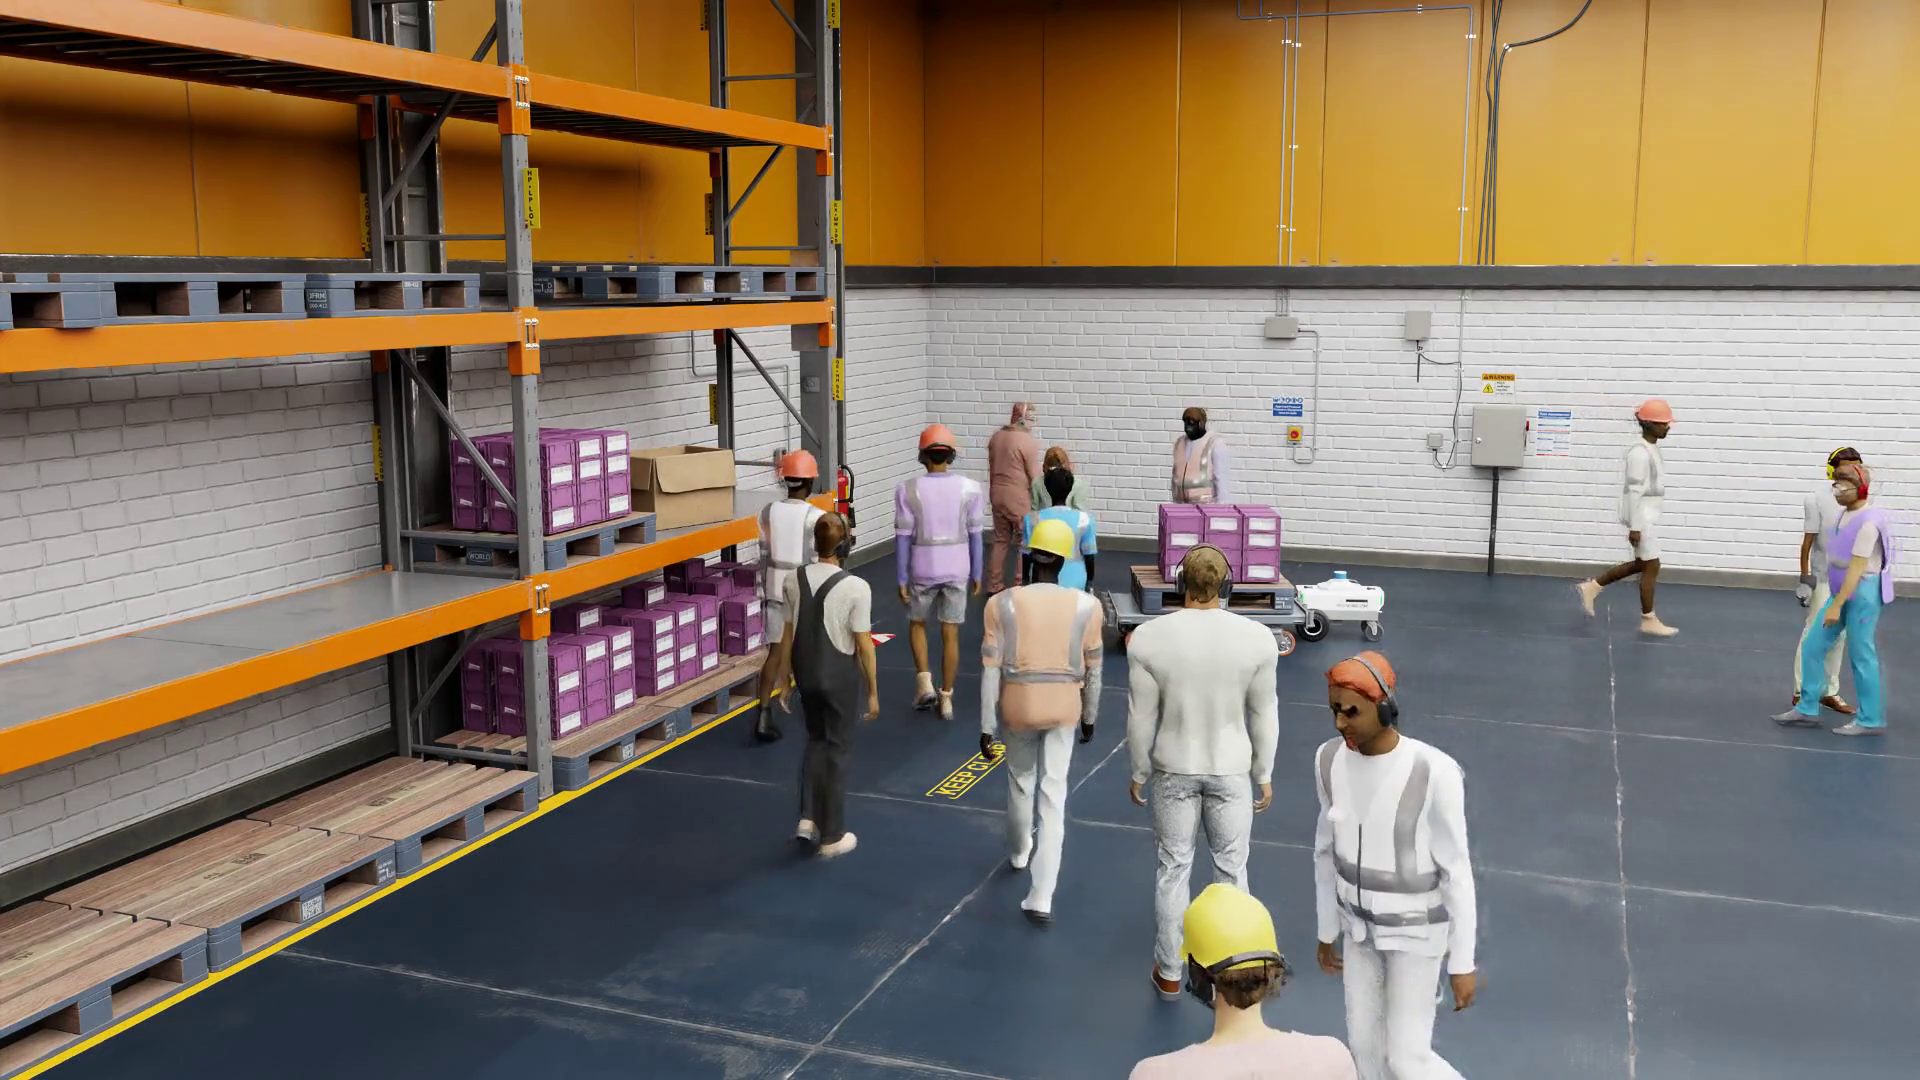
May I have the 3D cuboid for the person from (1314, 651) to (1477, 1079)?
[{"bbox_3d":[1.427,1.262,5.354,0.587,1.862,0.634,-6,11,-33],"label":"person"}]

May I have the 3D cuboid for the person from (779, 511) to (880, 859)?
[{"bbox_3d":[-0.671,0.753,8.650,0.547,1.828,0.400,5,10,27],"label":"person"}]

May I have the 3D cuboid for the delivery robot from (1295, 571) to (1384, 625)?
[{"bbox_3d":[3.174,0.504,13.911,0.707,0.478,0.477,1,9,6],"label":"delivery robot"}]

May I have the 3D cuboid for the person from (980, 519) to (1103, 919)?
[{"bbox_3d":[0.395,0.832,8.062,0.602,1.863,1.039,0,9,-1],"label":"person"}]

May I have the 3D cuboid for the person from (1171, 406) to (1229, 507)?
[{"bbox_3d":[2.226,-0.341,15.525,0.455,1.826,0.646,-8,12,-42],"label":"person"}]

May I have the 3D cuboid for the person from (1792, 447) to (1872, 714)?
[{"bbox_3d":[6.033,0.284,11.474,0.533,1.868,0.310,-2,9,-10],"label":"person"}]

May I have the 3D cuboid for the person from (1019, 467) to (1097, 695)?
[{"bbox_3d":[0.690,0.326,11.782,0.544,1.684,0.358,-1,9,-6],"label":"person"}]

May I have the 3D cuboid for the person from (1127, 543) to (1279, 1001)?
[{"bbox_3d":[1.004,0.971,6.938,0.627,1.941,0.371,1,9,7],"label":"person"}]

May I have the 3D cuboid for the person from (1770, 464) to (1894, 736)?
[{"bbox_3d":[5.743,0.405,10.913,0.762,1.807,0.555,1,9,7],"label":"person"}]

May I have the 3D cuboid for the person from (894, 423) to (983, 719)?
[{"bbox_3d":[-0.146,0.218,11.402,0.626,2.028,0.433,-1,9,-7],"label":"person"}]

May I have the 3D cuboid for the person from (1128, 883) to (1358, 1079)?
[{"bbox_3d":[0.594,1.598,3.676,0.532,1.711,0.925,-3,9,-17],"label":"person"}]

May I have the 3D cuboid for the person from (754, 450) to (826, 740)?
[{"bbox_3d":[-1.114,0.355,10.976,0.561,1.897,0.972,3,10,20],"label":"person"}]

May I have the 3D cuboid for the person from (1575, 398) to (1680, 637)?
[{"bbox_3d":[5.689,-0.203,14.097,0.832,2.015,0.622,6,11,32],"label":"person"}]

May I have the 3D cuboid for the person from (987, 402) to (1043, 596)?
[{"bbox_3d":[0.525,-0.351,15.496,0.429,1.876,0.656,-7,11,-36],"label":"person"}]

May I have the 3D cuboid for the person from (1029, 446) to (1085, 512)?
[{"bbox_3d":[0.852,-0.044,14.399,0.510,1.589,0.832,3,9,16],"label":"person"}]
